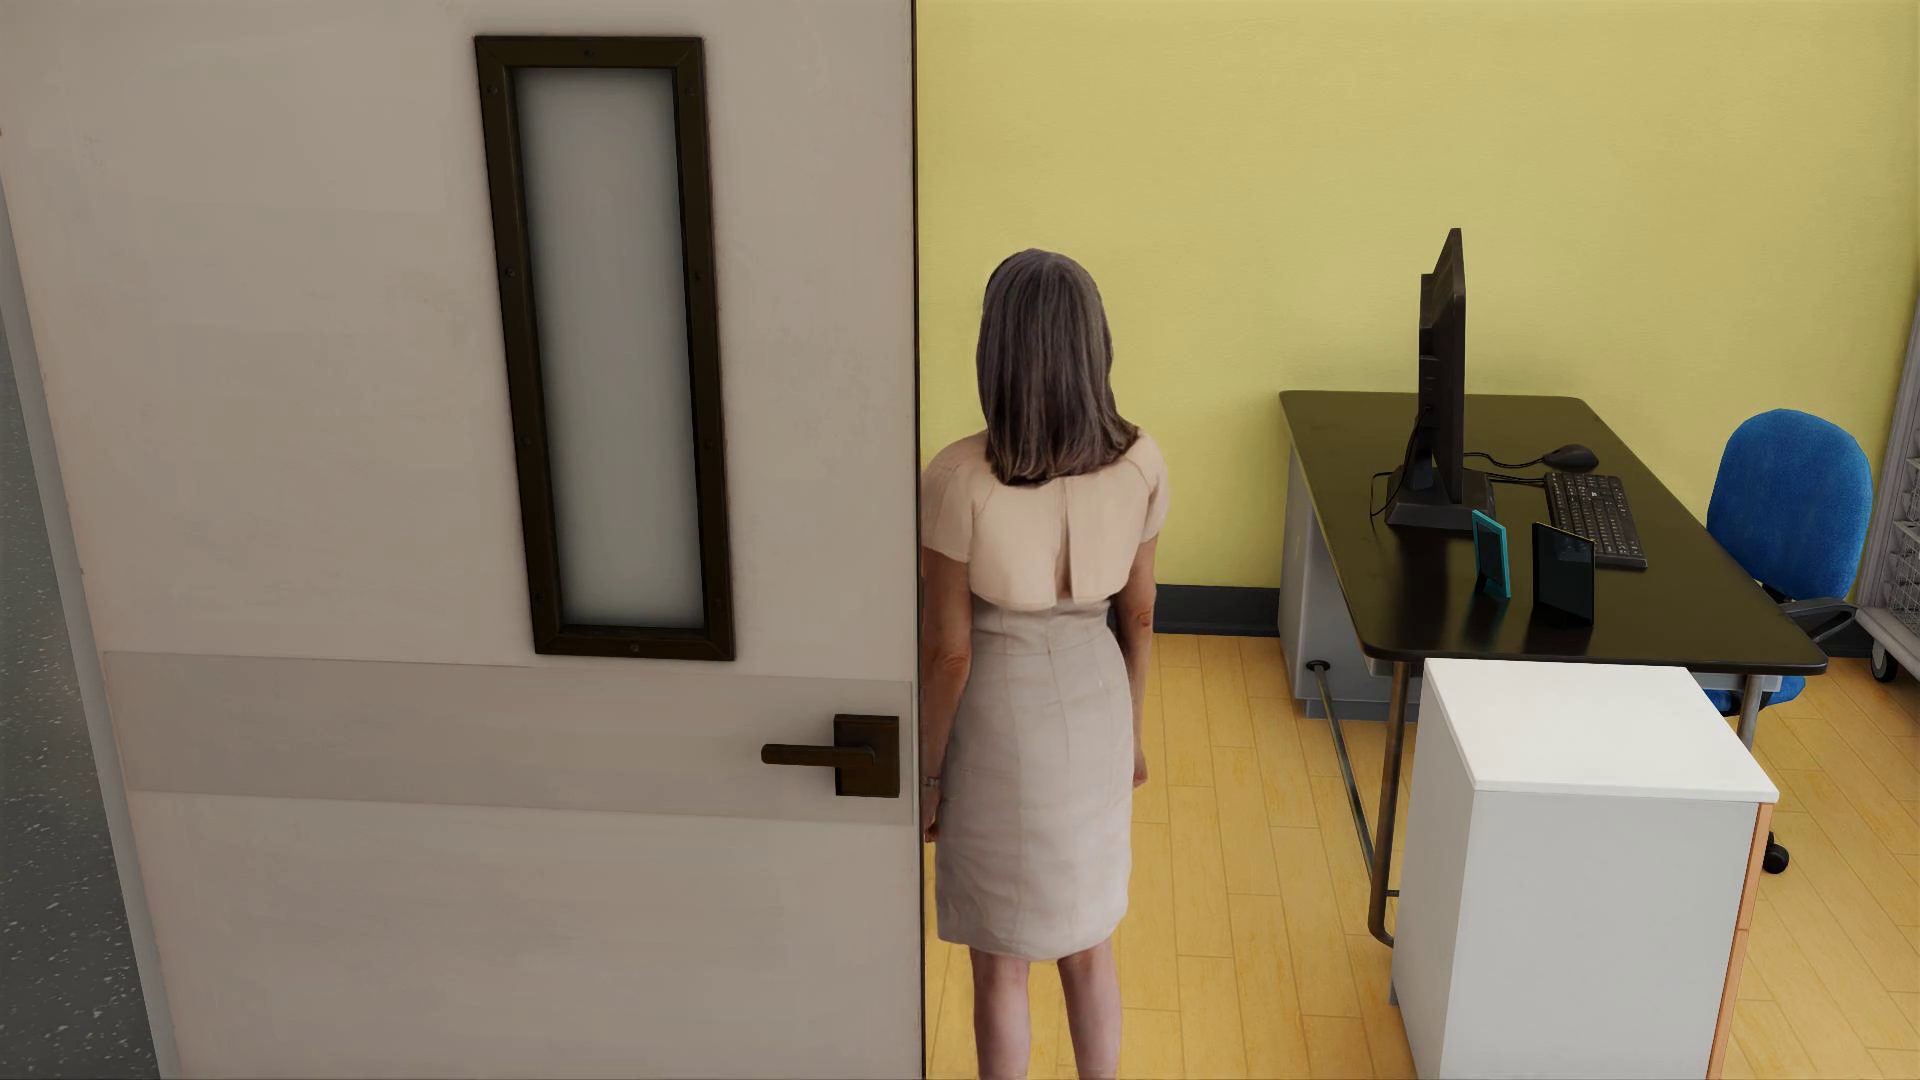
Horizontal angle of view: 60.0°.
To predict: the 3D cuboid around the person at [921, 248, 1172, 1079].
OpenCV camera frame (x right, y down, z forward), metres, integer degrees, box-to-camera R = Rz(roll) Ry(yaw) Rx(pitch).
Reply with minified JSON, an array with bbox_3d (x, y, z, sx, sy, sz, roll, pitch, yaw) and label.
[{"bbox_3d":[0.128,0.387,2.752,0.687,1.735,0.700,-9,23,-22],"label":"person"}]
